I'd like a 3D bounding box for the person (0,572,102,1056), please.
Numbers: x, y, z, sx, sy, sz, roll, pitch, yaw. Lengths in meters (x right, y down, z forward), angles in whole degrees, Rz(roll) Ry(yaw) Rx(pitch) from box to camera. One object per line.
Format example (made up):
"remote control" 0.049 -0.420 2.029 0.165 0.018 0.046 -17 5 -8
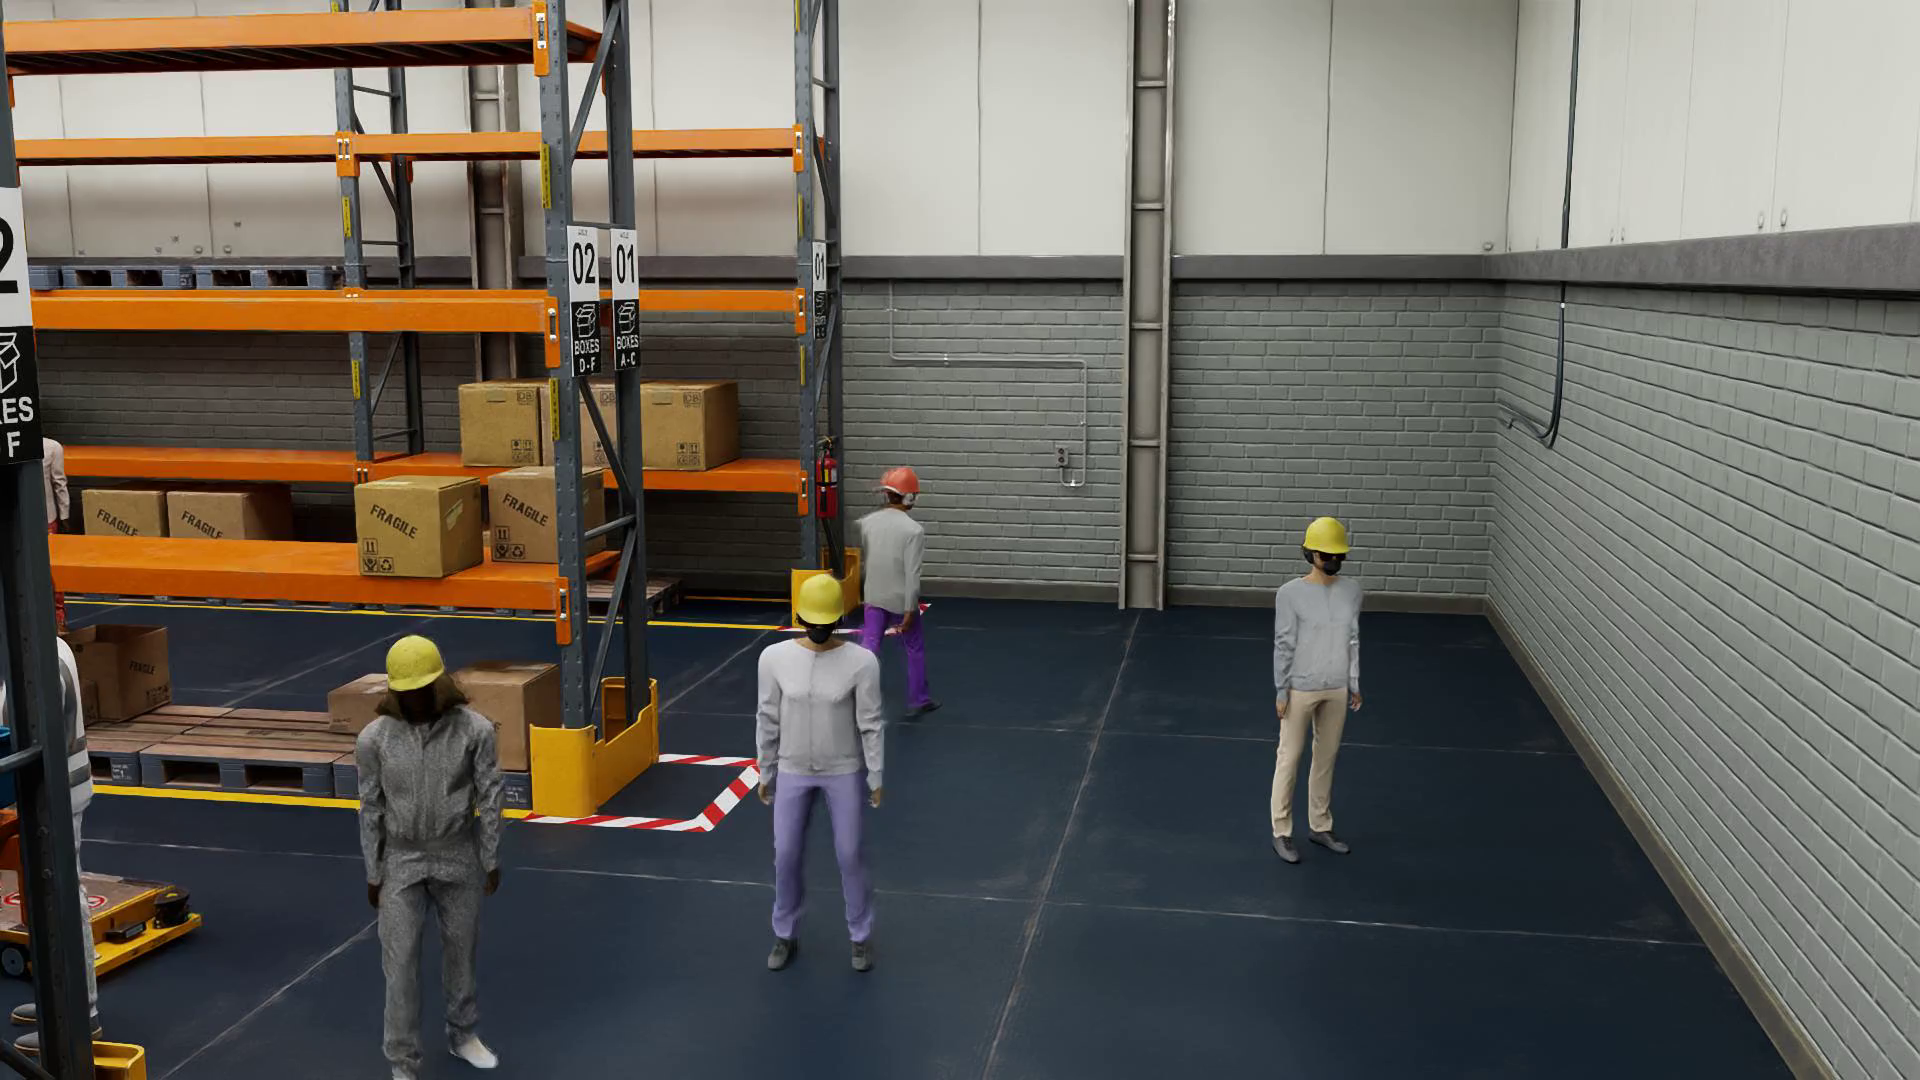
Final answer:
"person" -3.539 1.026 6.414 0.355 1.882 0.576 -5 10 -29

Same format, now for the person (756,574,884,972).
"person" -0.595 0.991 7.062 0.541 1.745 0.369 1 9 3

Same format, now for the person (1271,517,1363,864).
"person" 1.829 0.754 8.457 0.527 1.768 0.331 -4 10 -23

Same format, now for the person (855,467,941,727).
"person" -0.483 0.372 11.000 0.547 1.712 0.884 7 11 36

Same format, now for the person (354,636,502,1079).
"person" -1.908 1.174 6.028 0.495 1.713 0.565 -4 10 -22

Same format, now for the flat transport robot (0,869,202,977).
"flat transport robot" -4.196 1.669 7.405 1.431 0.197 0.652 3 10 18
